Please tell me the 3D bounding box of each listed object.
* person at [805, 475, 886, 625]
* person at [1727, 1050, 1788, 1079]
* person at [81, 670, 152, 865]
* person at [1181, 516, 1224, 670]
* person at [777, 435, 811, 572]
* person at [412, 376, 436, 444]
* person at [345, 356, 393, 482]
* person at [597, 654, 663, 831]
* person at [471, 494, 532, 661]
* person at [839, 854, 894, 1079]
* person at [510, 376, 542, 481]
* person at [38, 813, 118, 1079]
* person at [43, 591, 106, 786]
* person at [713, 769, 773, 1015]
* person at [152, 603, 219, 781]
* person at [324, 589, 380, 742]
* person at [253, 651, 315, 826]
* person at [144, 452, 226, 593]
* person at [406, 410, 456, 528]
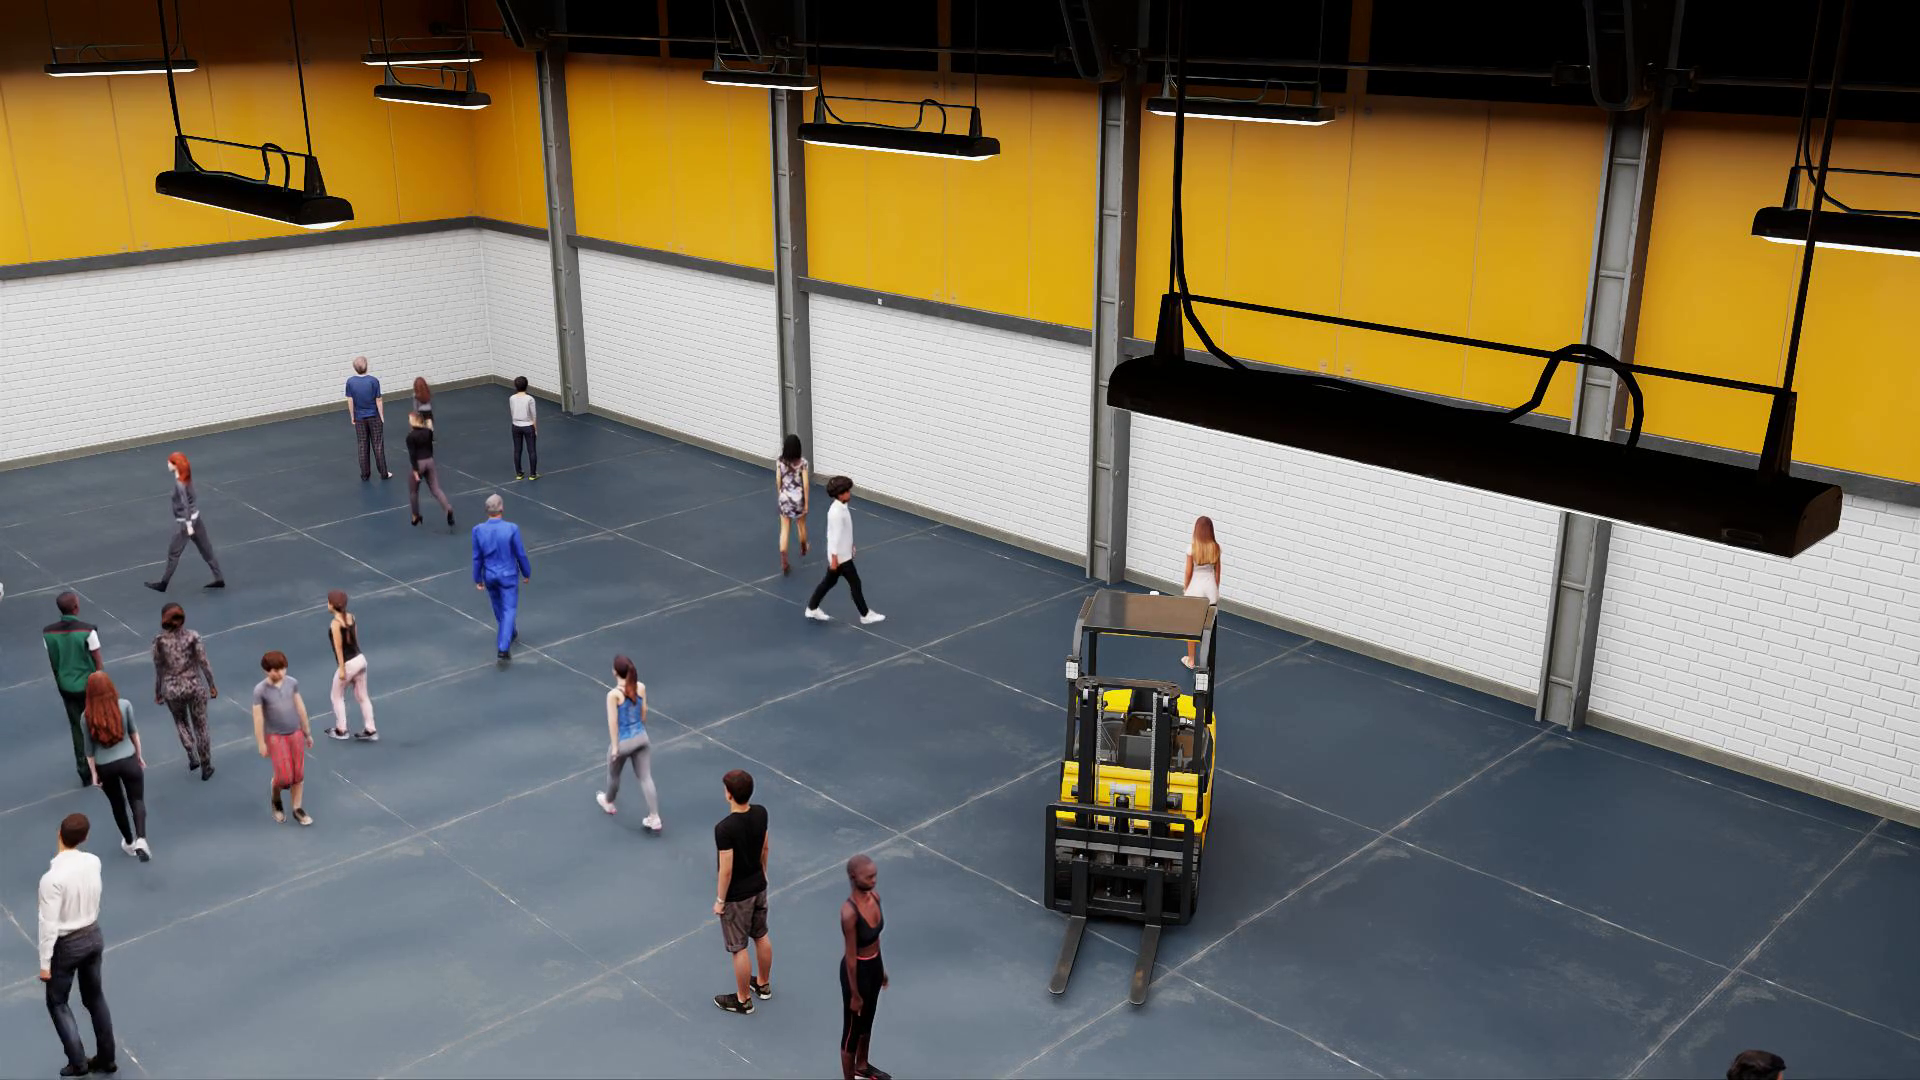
[{"bbox_3d":[-1.458,0.147,19.024,1.202,1.764,1.148,0,19,0],"label":"person"},{"bbox_3d":[4.312,3.527,9.206,0.692,1.623,0.663,6,19,17],"label":"person"},{"bbox_3d":[-6.968,1.923,13.807,0.698,1.728,1.026,-13,23,-34],"label":"person"},{"bbox_3d":[2.597,0.553,17.926,0.666,1.696,0.700,-4,19,-10],"label":"person"},{"bbox_3d":[-2.135,-0.432,20.870,1.157,1.684,1.111,3,19,9],"label":"person"},{"bbox_3d":[-8.575,-2.066,26.669,0.574,1.079,0.825,-12,22,-32],"label":"person"},{"bbox_3d":[-8.780,-1.808,24.659,0.738,1.872,0.764,-2,19,-7],"label":"person"},{"bbox_3d":[-2.825,1.791,14.447,0.589,1.569,1.047,-17,25,-41],"label":"person"},{"bbox_3d":[-5.002,0.449,18.095,1.235,1.785,1.287,0,19,1],"label":"person"},{"bbox_3d":[-0.657,2.862,10.964,0.647,1.763,0.650,8,20,22],"label":"person"},{"bbox_3d":[-6.501,-1.671,24.757,0.597,1.550,0.674,2,19,5],"label":"person"},{"bbox_3d":[-5.911,2.762,11.159,0.814,1.828,0.858,2,19,5],"label":"person"},{"bbox_3d":[-8.095,1.385,15.261,1.033,1.820,1.087,0,19,1],"label":"person"},{"bbox_3d":[-1.551,2.497,11.893,0.630,1.861,0.728,13,22,33],"label":"person"},{"bbox_3d":[-7.162,1.427,15.323,0.793,1.700,0.799,-5,19,-14],"label":"person"},{"bbox_3d":[-5.855,1.247,16.120,0.873,1.533,0.744,5,19,15],"label":"person"},{"bbox_3d":[-5.956,1.714,14.569,0.679,1.638,0.593,17,25,40],"label":"person"},{"bbox_3d":[-9.214,-0.187,20.066,1.048,1.733,1.137,-5,19,-14],"label":"person"},{"bbox_3d":[-7.140,-0.907,22.355,1.078,1.636,0.704,13,23,34],"label":"person"}]
